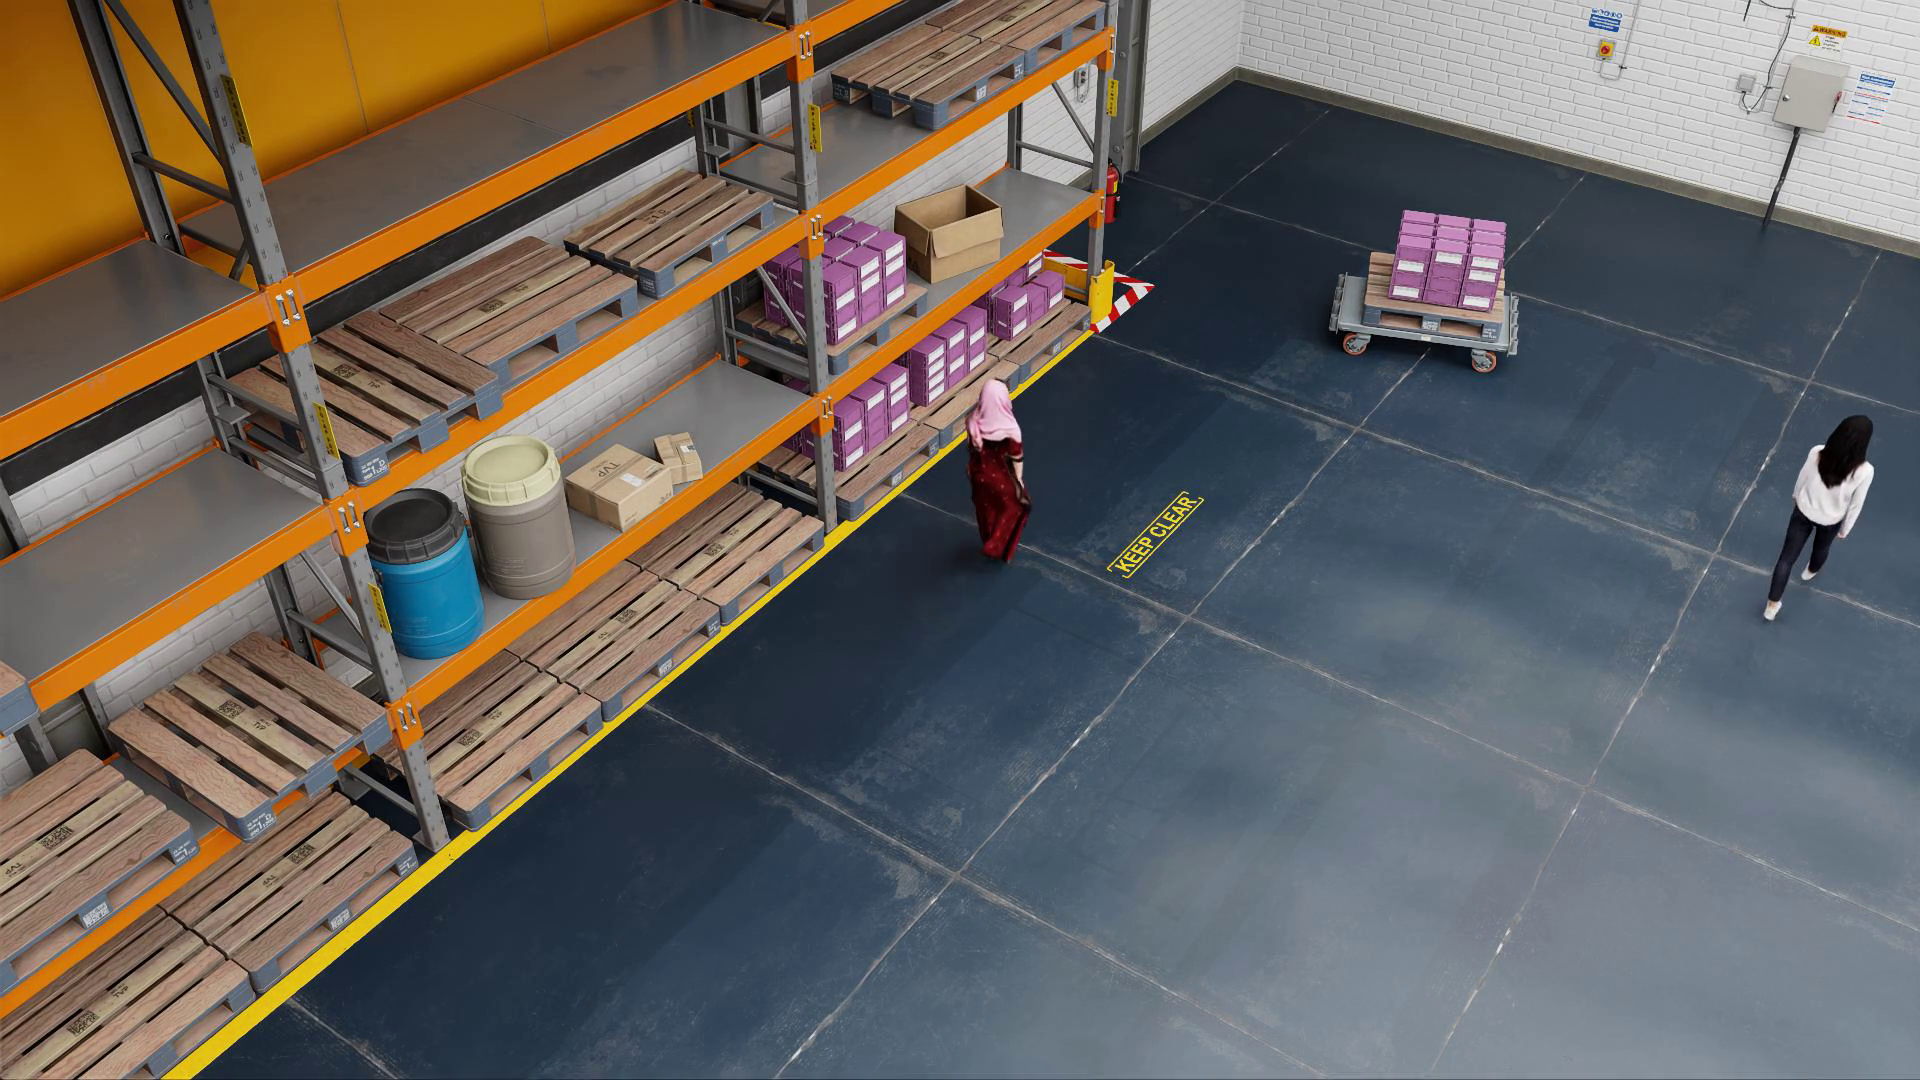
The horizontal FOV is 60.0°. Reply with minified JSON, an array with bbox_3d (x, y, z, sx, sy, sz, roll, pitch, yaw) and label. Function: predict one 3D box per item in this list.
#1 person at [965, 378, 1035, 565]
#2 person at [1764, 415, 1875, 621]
[{"bbox_3d":[0.237,-0.463,12.355,0.718,1.639,0.698,19,42,22],"label":"person"},{"bbox_3d":[6.119,-0.134,11.928,0.608,1.659,1.049,23,44,26],"label":"person"}]
